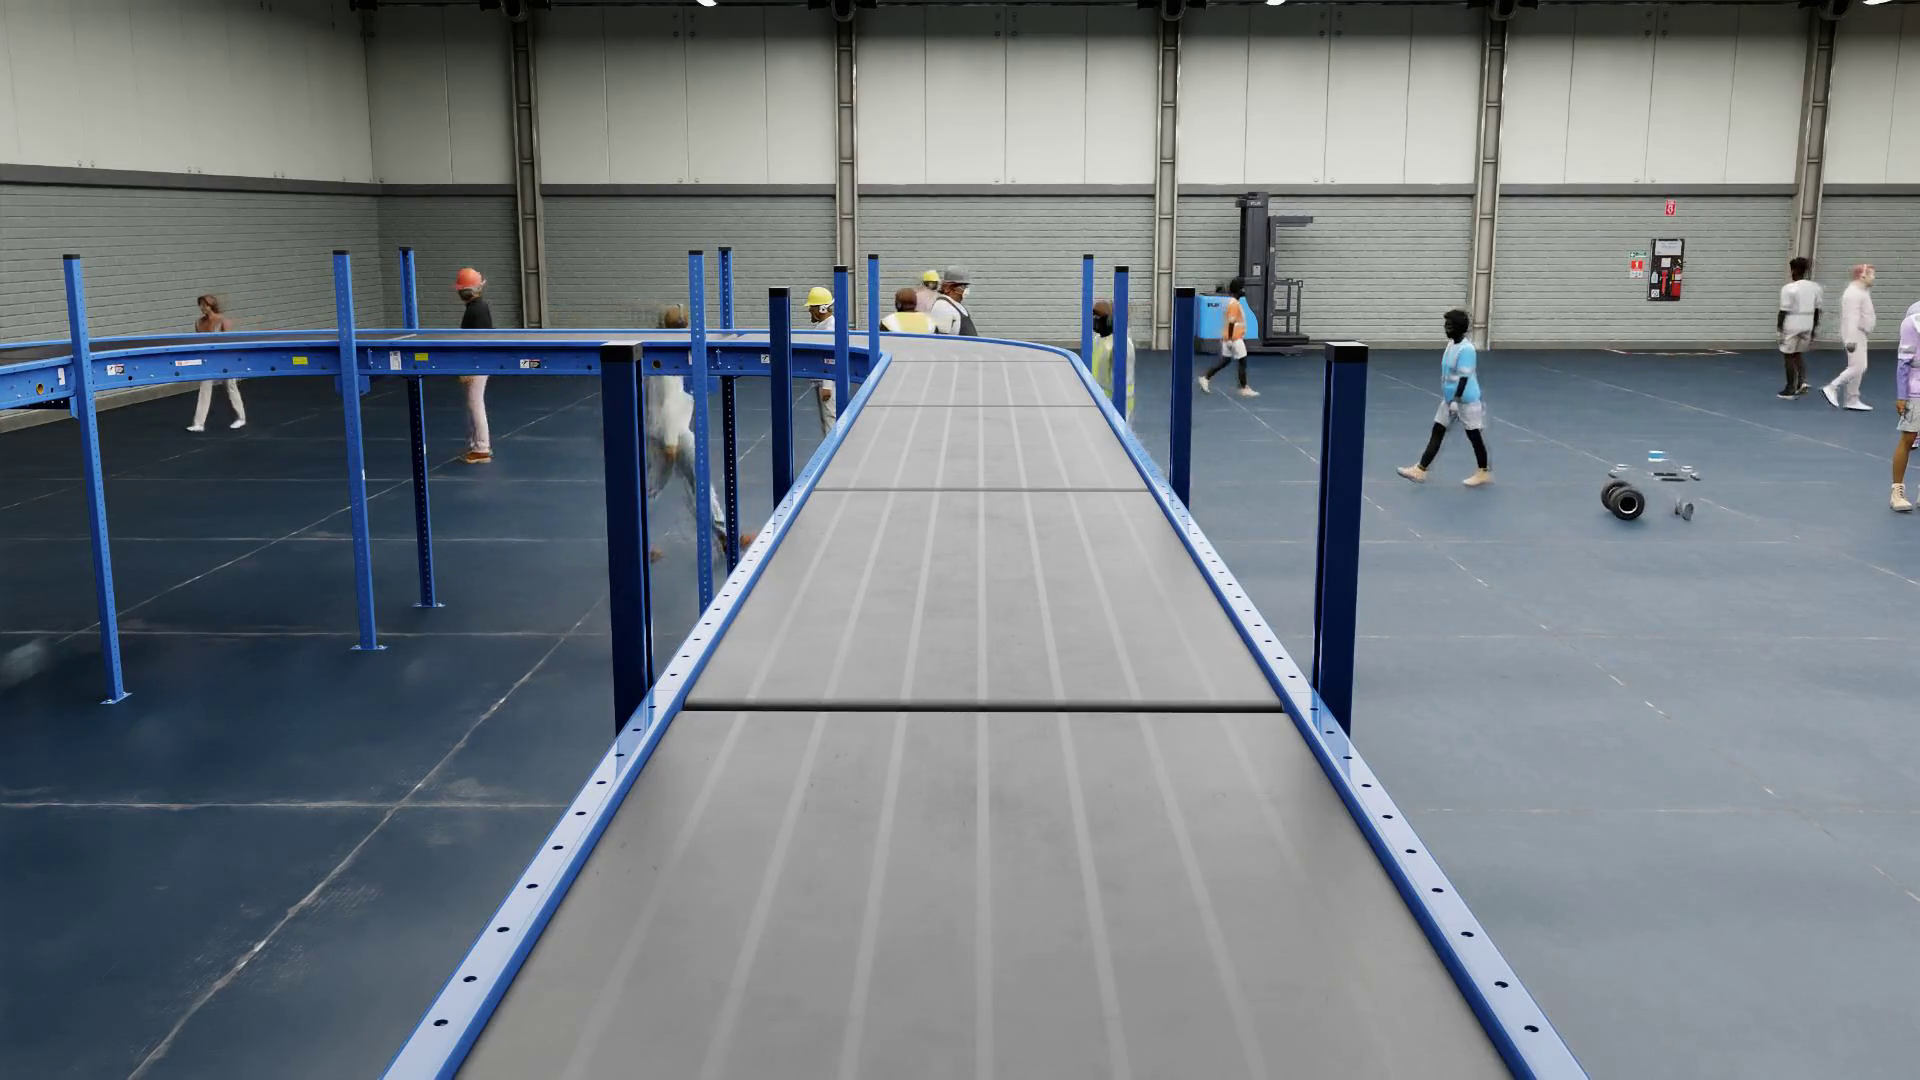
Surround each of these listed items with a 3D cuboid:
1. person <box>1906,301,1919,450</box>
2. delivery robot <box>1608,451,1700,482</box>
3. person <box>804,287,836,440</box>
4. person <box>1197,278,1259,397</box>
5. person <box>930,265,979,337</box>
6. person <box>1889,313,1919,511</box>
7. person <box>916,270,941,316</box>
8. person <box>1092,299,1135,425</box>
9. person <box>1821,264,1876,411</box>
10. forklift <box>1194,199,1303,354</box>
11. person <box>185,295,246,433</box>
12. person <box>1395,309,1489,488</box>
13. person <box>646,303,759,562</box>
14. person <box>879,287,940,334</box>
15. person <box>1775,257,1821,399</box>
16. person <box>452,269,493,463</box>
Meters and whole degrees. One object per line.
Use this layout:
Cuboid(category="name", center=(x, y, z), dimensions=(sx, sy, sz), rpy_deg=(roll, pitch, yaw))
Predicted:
Cuboid(category="person", center=(10.515, -1.916, 17.909), dimensions=(0.409, 1.913, 0.640), rpy_deg=(-11, 15, -44))
Cuboid(category="delivery robot", center=(5.847, -0.632, 14.001), dimensions=(0.698, 0.223, 0.335), rpy_deg=(2, 11, 11))
Cuboid(category="person", center=(-1.329, -1.559, 16.301), dimensions=(0.403, 1.823, 0.588), rpy_deg=(-3, 11, -13))
Cuboid(category="person", center=(3.763, -2.837, 23.290), dimensions=(0.826, 1.667, 0.531), rpy_deg=(2, 11, 8))
Cuboid(category="person", center=(-0.041, -1.737, 16.764), dimensions=(0.535, 2.000, 0.691), rpy_deg=(3, 11, 13))
Cuboid(category="person", center=(8.300, -1.261, 14.196), dimensions=(0.605, 2.045, 0.388), rpy_deg=(0, 11, -1))
Cuboid(category="person", center=(-0.486, -2.976, 23.744), dimensions=(0.530, 1.753, 0.537), rpy_deg=(9, 14, 39))
Cuboid(category="person", center=(1.164, -1.080, 13.835), dimensions=(0.594, 1.821, 0.661), rpy_deg=(-3, 11, -17))
Cuboid(category="person", center=(11.600, -2.620, 21.549), dimensions=(0.497, 1.892, 0.672), rpy_deg=(7, 13, 34))
Cuboid(category="forklift", center=(5.313, -4.851, 30.603), dimensions=(1.873, 2.768, 1.129), rpy_deg=(0, 11, 1))
Cuboid(category="person", center=(-8.744, -2.068, 19.495), dimensions=(0.533, 1.588, 0.853), rpy_deg=(3, 12, 17))
Cuboid(category="person", center=(4.537, -1.298, 15.379), dimensions=(0.910, 1.640, 0.543), rpy_deg=(-1, 11, -6))
Cuboid(category="person", center=(-2.021, -0.778, 12.153), dimensions=(1.030, 1.875, 0.646), rpy_deg=(-4, 12, -22))
Cuboid(category="person", center=(-0.560, -1.576, 16.418), dimensions=(0.658, 1.814, 0.747), rpy_deg=(-6, 12, -27))
Cuboid(category="person", center=(11.578, -2.939, 23.049), dimensions=(0.645, 1.949, 0.418), rpy_deg=(-3, 11, -14))
Cuboid(category="person", center=(-5.016, -1.786, 17.136), dimensions=(0.428, 1.964, 0.703), rpy_deg=(-4, 12, -18))
